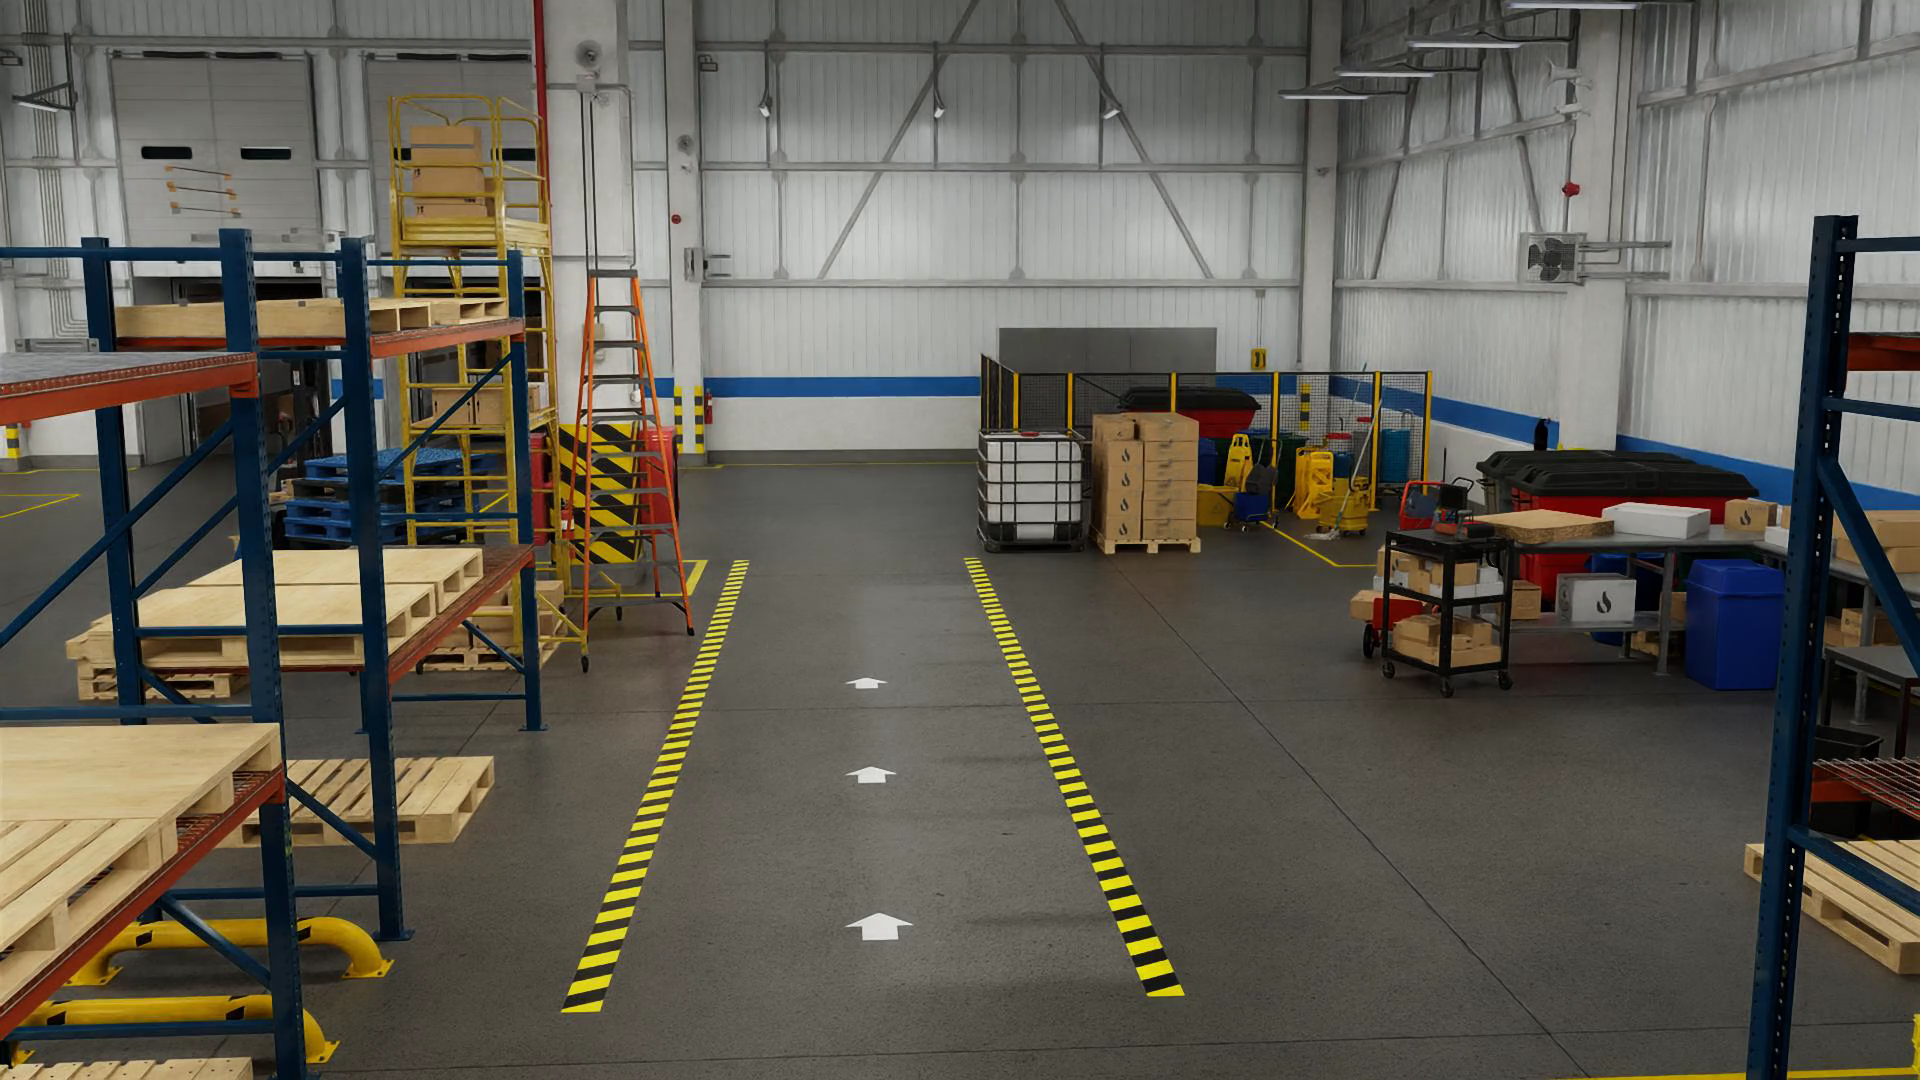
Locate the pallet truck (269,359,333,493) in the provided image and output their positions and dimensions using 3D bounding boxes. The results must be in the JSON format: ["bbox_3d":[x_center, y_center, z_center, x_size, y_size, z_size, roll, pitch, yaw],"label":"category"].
[{"bbox_3d":[-7.062,-1.131,18.996,1.885,1.965,0.823,2,9,13],"label":"pallet truck"}]
